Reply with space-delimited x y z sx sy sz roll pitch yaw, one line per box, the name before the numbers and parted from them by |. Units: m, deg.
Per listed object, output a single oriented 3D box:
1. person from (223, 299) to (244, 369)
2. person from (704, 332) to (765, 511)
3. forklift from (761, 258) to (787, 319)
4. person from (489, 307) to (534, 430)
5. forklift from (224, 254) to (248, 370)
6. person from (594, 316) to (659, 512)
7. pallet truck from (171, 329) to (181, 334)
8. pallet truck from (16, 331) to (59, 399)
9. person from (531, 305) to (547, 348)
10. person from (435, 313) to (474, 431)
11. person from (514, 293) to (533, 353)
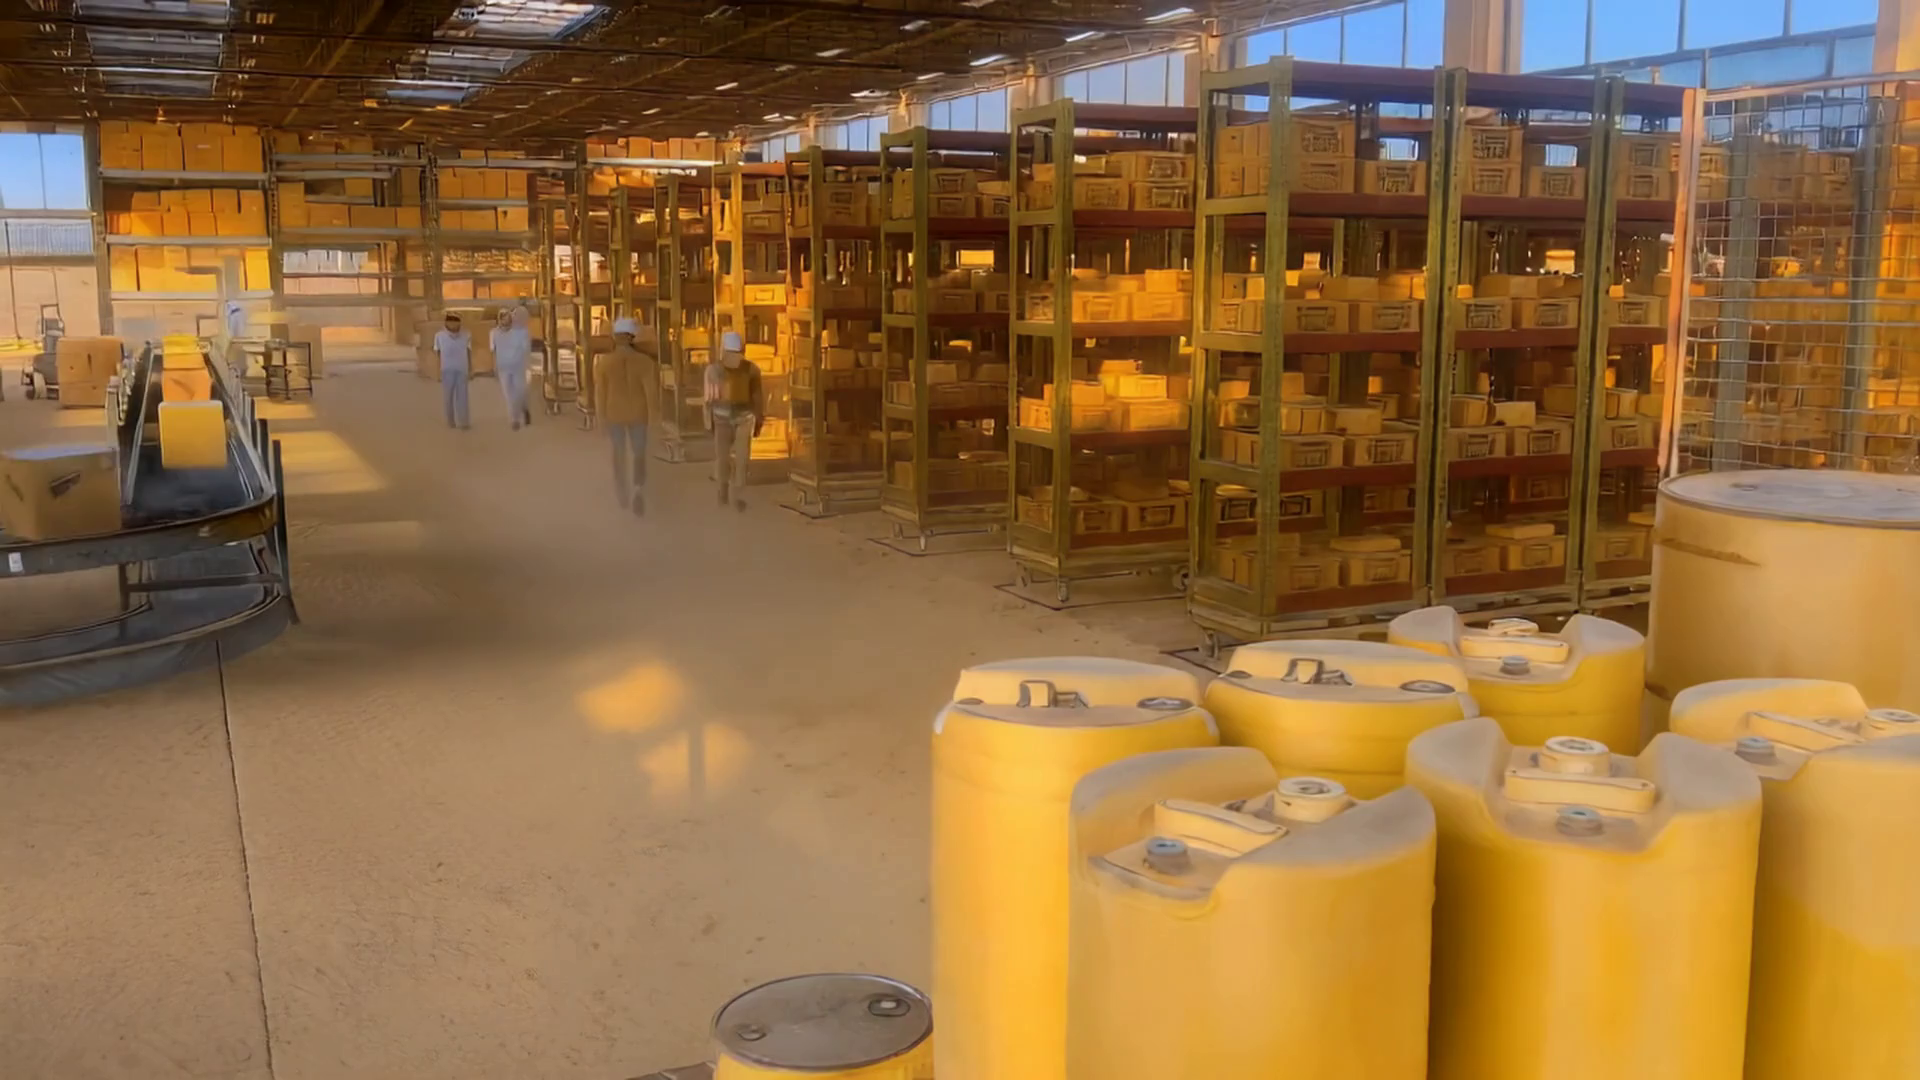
person | -16.441 -4.525 37.523 0.802 1.794 0.610 -6 11 -31
person | -2.268 -1.187 16.758 0.600 1.807 0.418 -2 9 -12
forklift | -5.500 -6.537 46.642 1.873 2.768 1.129 -4 10 -25
person | -6.863 -2.616 25.395 0.670 1.881 0.431 1 9 4
forklift | -17.509 -5.499 40.205 1.873 2.768 1.129 -4 10 -25
person | -3.297 -1.224 16.480 0.626 1.978 0.747 -2 9 -12
pallet truck | -17.275 -3.851 35.096 1.601 1.201 0.680 0 9 1
pallet truck | -17.082 -3.353 31.781 1.630 1.274 0.653 -4 10 -25
person | -12.761 -6.680 50.604 0.709 1.885 0.654 -6 11 -32
person | -7.662 -2.547 25.277 0.583 1.779 1.008 -4 10 -25
person | -10.372 -4.969 39.937 0.951 1.900 0.626 -6 11 -31
